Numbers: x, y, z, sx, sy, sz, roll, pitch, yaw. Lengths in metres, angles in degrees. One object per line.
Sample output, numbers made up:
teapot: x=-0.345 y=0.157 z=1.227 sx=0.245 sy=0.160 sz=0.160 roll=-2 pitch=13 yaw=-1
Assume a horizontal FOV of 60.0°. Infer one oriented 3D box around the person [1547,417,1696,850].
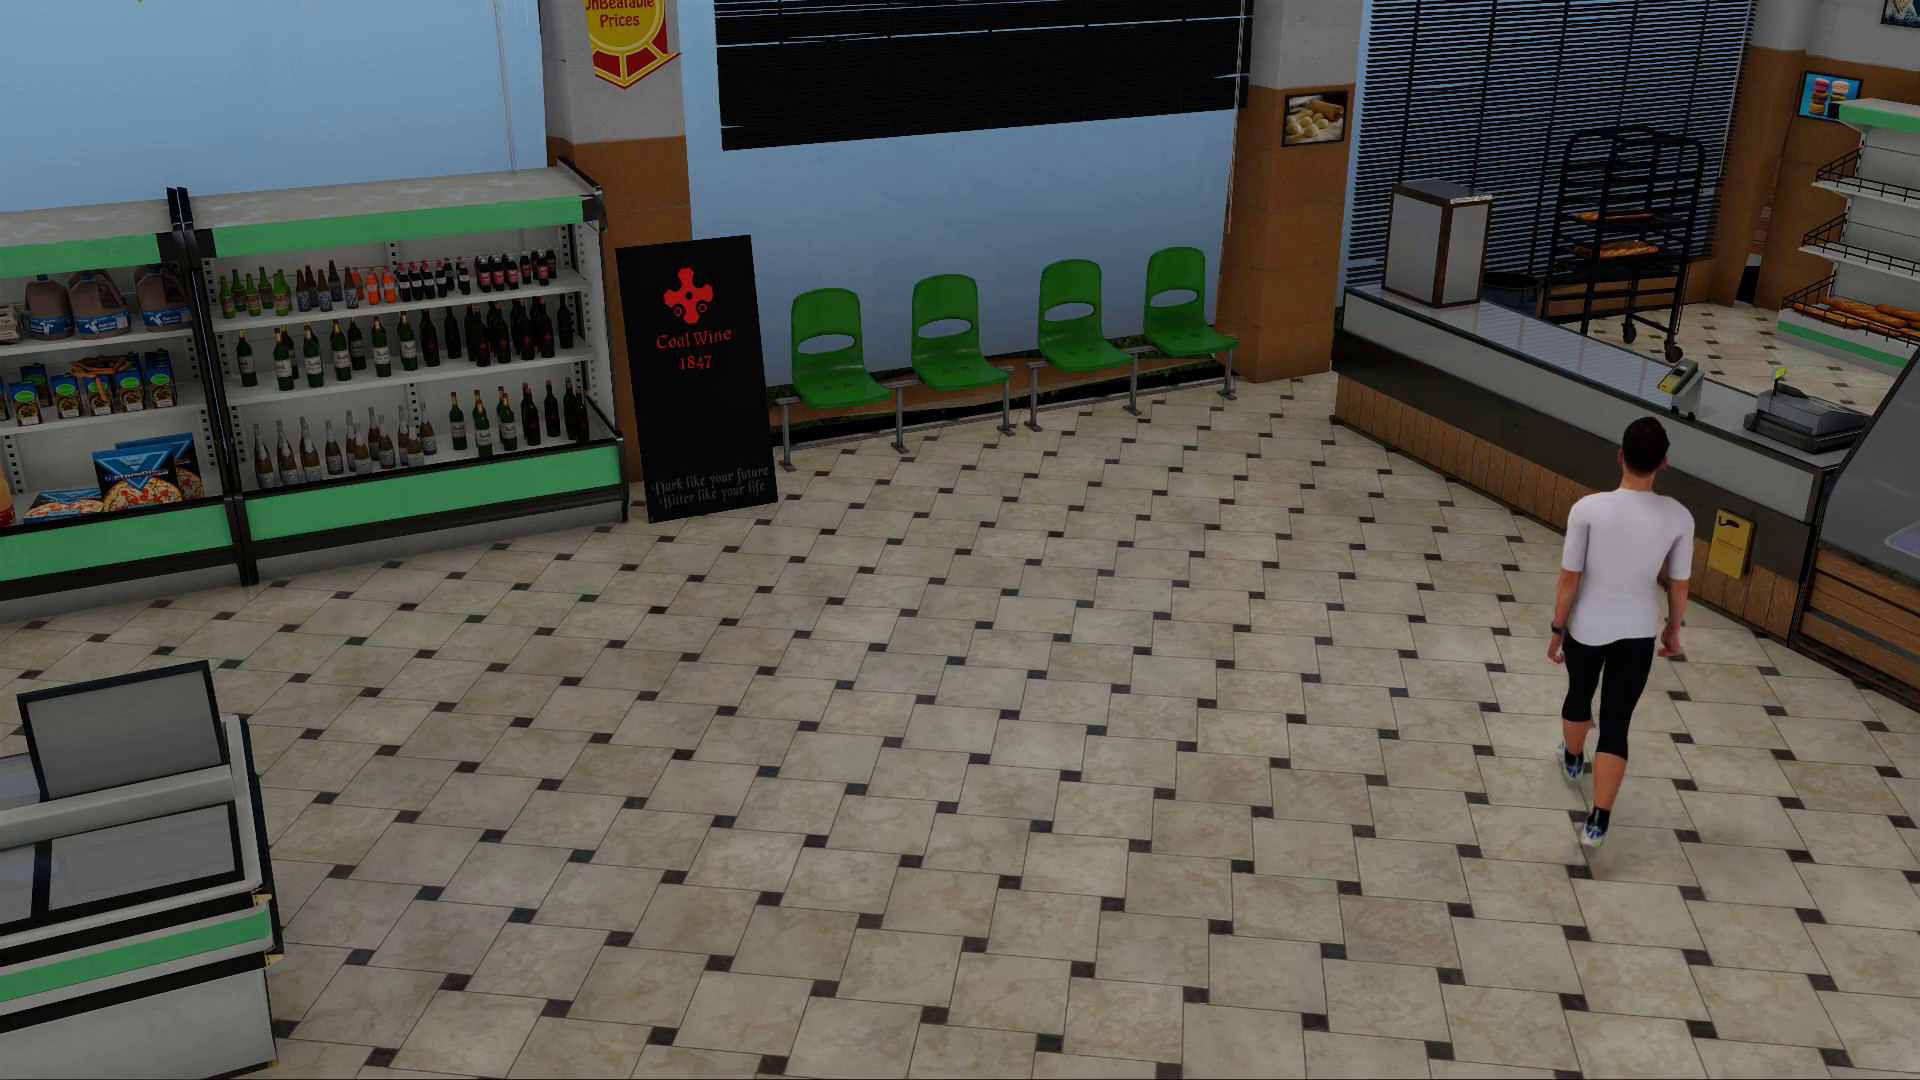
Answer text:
person: x=2.715 y=0.421 z=6.896 sx=1.234 sy=1.817 sz=1.255 roll=7 pitch=25 yaw=15
